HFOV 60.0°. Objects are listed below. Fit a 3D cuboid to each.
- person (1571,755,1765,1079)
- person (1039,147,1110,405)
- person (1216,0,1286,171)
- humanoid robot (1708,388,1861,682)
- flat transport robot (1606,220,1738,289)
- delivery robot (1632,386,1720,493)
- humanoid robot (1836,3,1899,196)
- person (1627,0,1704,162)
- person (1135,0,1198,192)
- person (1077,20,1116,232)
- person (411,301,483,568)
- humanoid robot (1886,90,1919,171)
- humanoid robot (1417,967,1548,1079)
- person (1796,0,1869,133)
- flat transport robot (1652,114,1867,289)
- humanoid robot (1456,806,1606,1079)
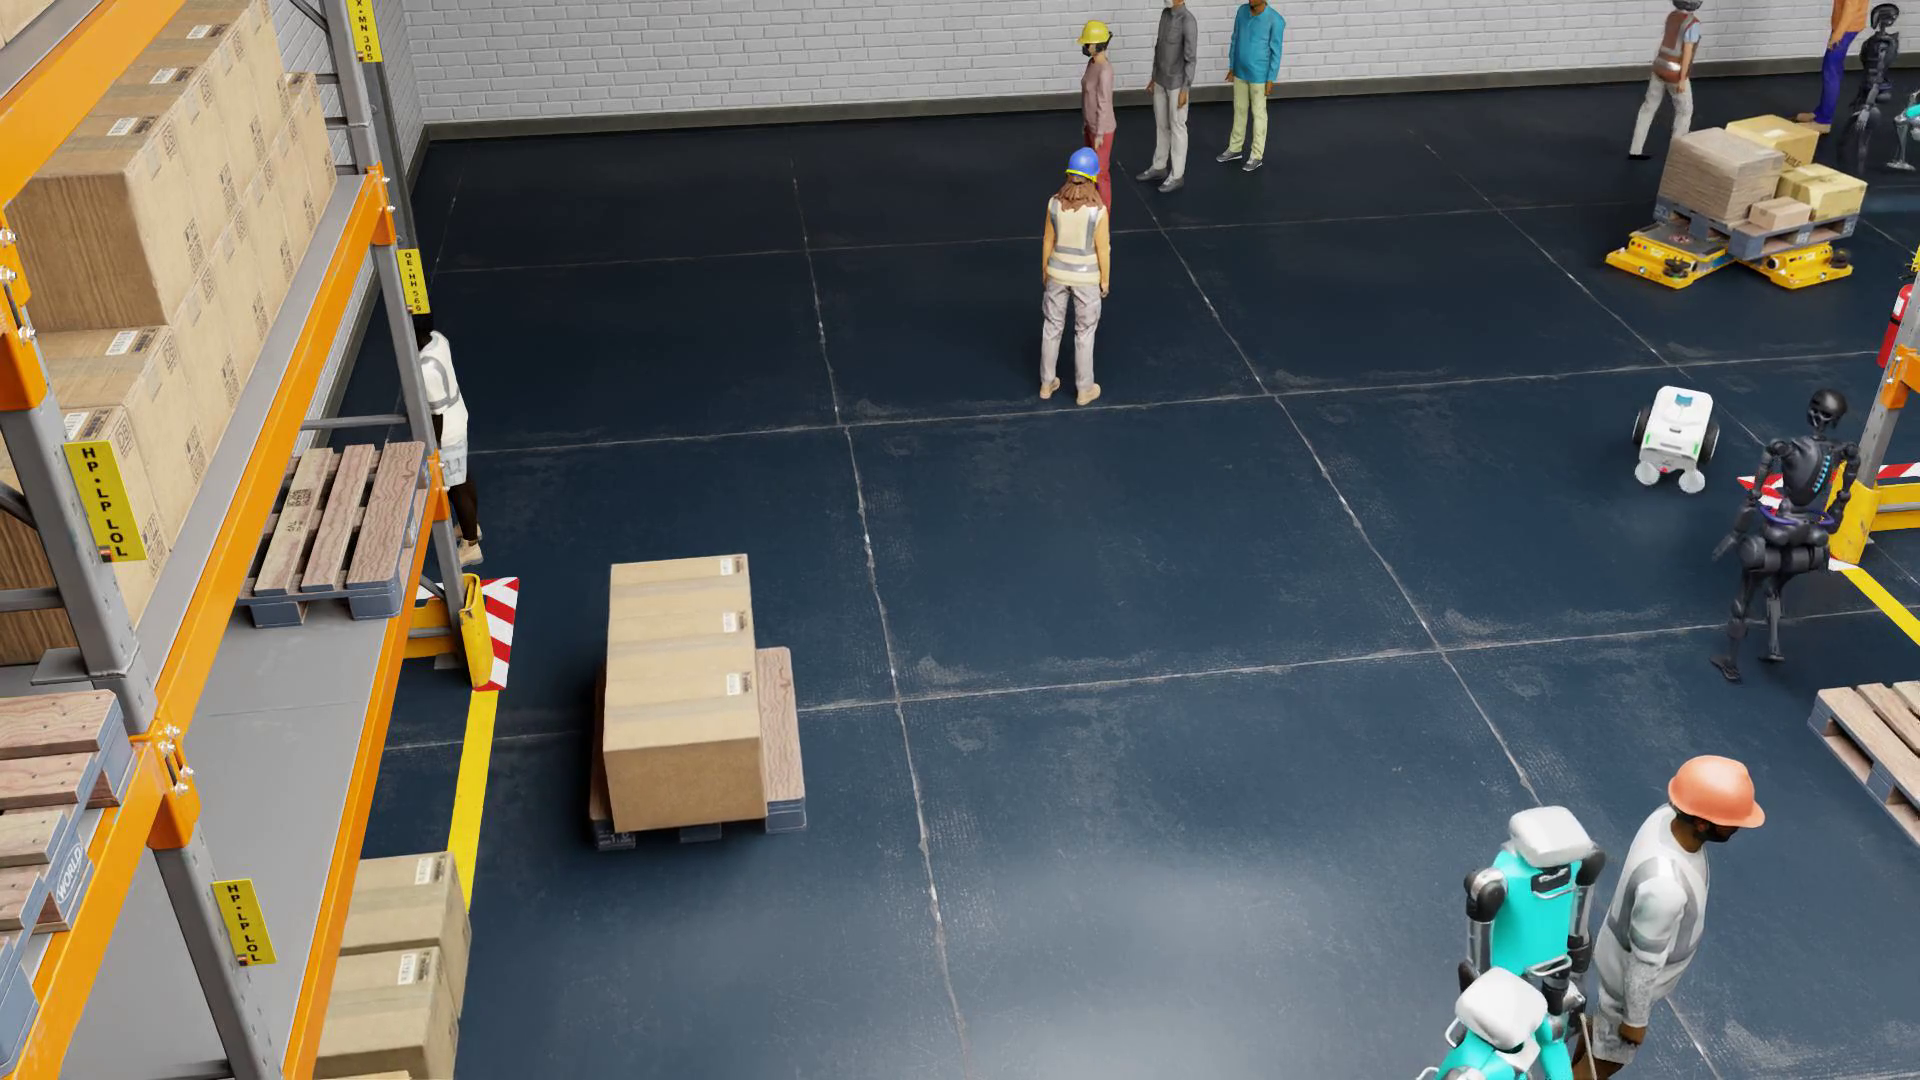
[{"bbox_3d":[2.484,1.535,5.989,0.383,1.931,0.544,16,36,22],"label":"person"},{"bbox_3d":[0.776,-1.773,11.200,0.471,1.771,0.350,12,35,18],"label":"person"},{"bbox_3d":[2.618,-4.219,14.957,0.325,1.752,0.561,-24,40,-32],"label":"person"},{"bbox_3d":[4.233,-0.008,8.579,0.618,1.643,0.357,-2,33,-3],"label":"humanoid robot"},{"bbox_3d":[5.970,-2.398,13.527,1.431,0.231,0.659,-23,39,-31],"label":"flat transport robot"},{"bbox_3d":[4.598,-0.687,10.650,0.528,0.601,0.773,16,36,22],"label":"delivery robot"},{"bbox_3d":[7.863,-3.805,14.411,0.449,1.643,0.609,10,35,15],"label":"humanoid robot"},{"bbox_3d":[6.540,-4.243,15.071,0.740,1.652,0.468,-9,34,-14],"label":"person"},{"bbox_3d":[1.854,-3.997,14.490,0.393,1.897,0.532,-16,37,-23],"label":"person"},{"bbox_3d":[1.104,-3.390,13.686,0.337,1.756,0.516,-6,34,-9],"label":"person"},{"bbox_3d":[-2.971,-0.624,9.505,0.319,1.692,0.532,-6,34,-9],"label":"person"},{"bbox_3d":[8.694,-4.070,14.724,1.016,1.704,0.544,4,33,6],"label":"humanoid robot"},{"bbox_3d":[1.390,1.994,5.489,0.773,1.797,0.541,24,40,32],"label":"humanoid robot"},{"bbox_3d":[8.347,-4.869,15.752,0.411,1.978,0.516,15,36,21],"label":"person"},{"bbox_3d":[6.480,-2.445,13.600,0.659,0.231,1.431,-15,36,-21],"label":"flat transport robot"},{"bbox_3d":[2.052,1.783,5.753,0.530,1.740,0.799,-13,35,-19],"label":"humanoid robot"}]
